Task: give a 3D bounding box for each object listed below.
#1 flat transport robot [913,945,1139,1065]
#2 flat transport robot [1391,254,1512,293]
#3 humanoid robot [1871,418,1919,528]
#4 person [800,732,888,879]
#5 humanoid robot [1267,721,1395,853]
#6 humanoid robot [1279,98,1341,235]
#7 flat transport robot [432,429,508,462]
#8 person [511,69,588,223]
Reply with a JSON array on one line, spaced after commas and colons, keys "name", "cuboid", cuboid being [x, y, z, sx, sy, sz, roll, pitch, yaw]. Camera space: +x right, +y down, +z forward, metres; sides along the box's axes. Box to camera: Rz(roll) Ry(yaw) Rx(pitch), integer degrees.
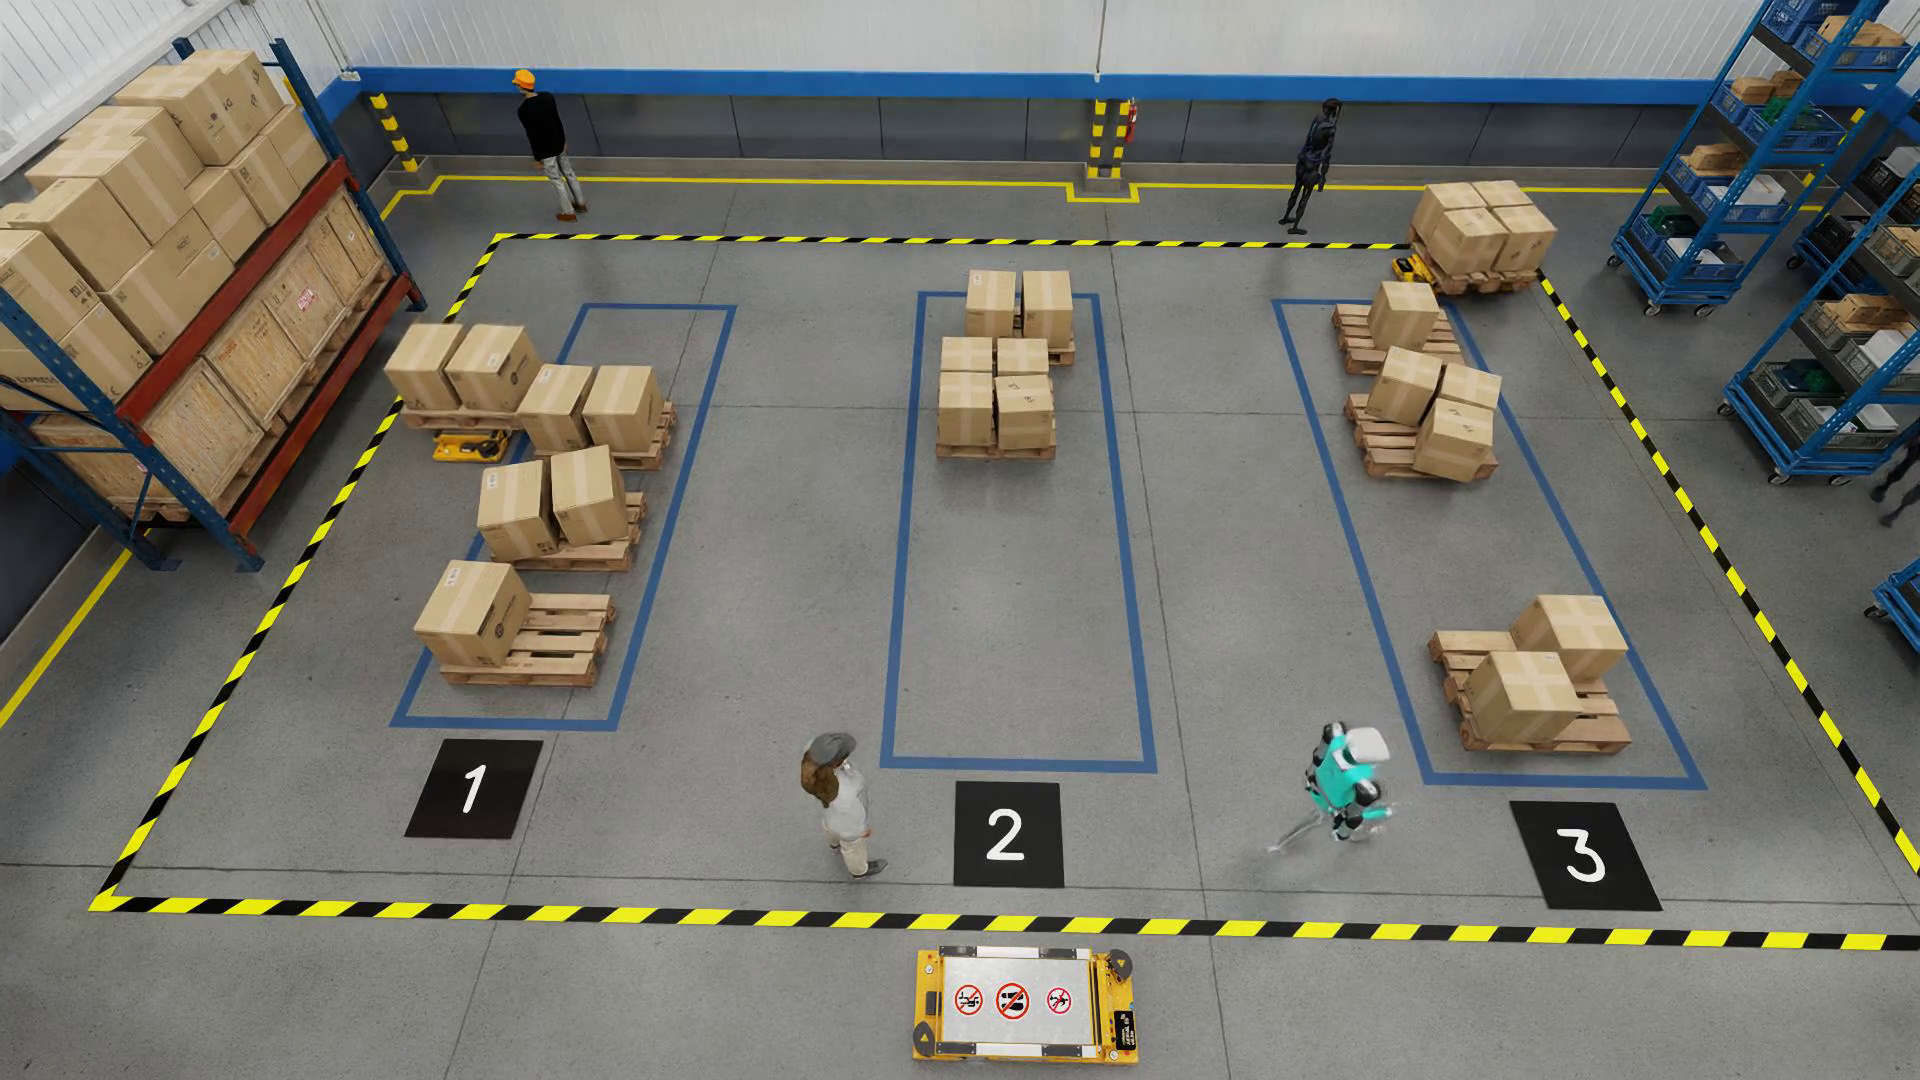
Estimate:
[{"name": "flat transport robot", "cuboid": [0.422, 3.041, 6.007, 1.431, 0.231, 0.659, 1, 51, 1]}, {"name": "flat transport robot", "cuboid": [6.084, -3.284, 11.145, 1.431, 0.197, 0.652, -4, 51, -3]}, {"name": "humanoid robot", "cuboid": [8.880, -0.829, 8.269, 0.639, 1.634, 0.616, -37, 60, -26]}, {"name": "person", "cuboid": [-0.796, 1.771, 6.073, 0.400, 1.769, 0.562, -31, 57, -22]}, {"name": "humanoid robot", "cuboid": [2.725, 1.712, 6.190, 1.047, 1.787, 0.530, -11, 52, -9]}, {"name": "humanoid robot", "cuboid": [4.352, -4.634, 11.344, 0.315, 1.657, 0.599, -8, 51, -6]}, {"name": "flat transport robot", "cuboid": [-4.953, -1.397, 9.606, 0.652, 0.197, 1.431, 1, 51, 1]}, {"name": "person", "cuboid": [-5.127, -4.891, 11.431, 0.367, 1.883, 0.591, 17, 53, 13]}]
